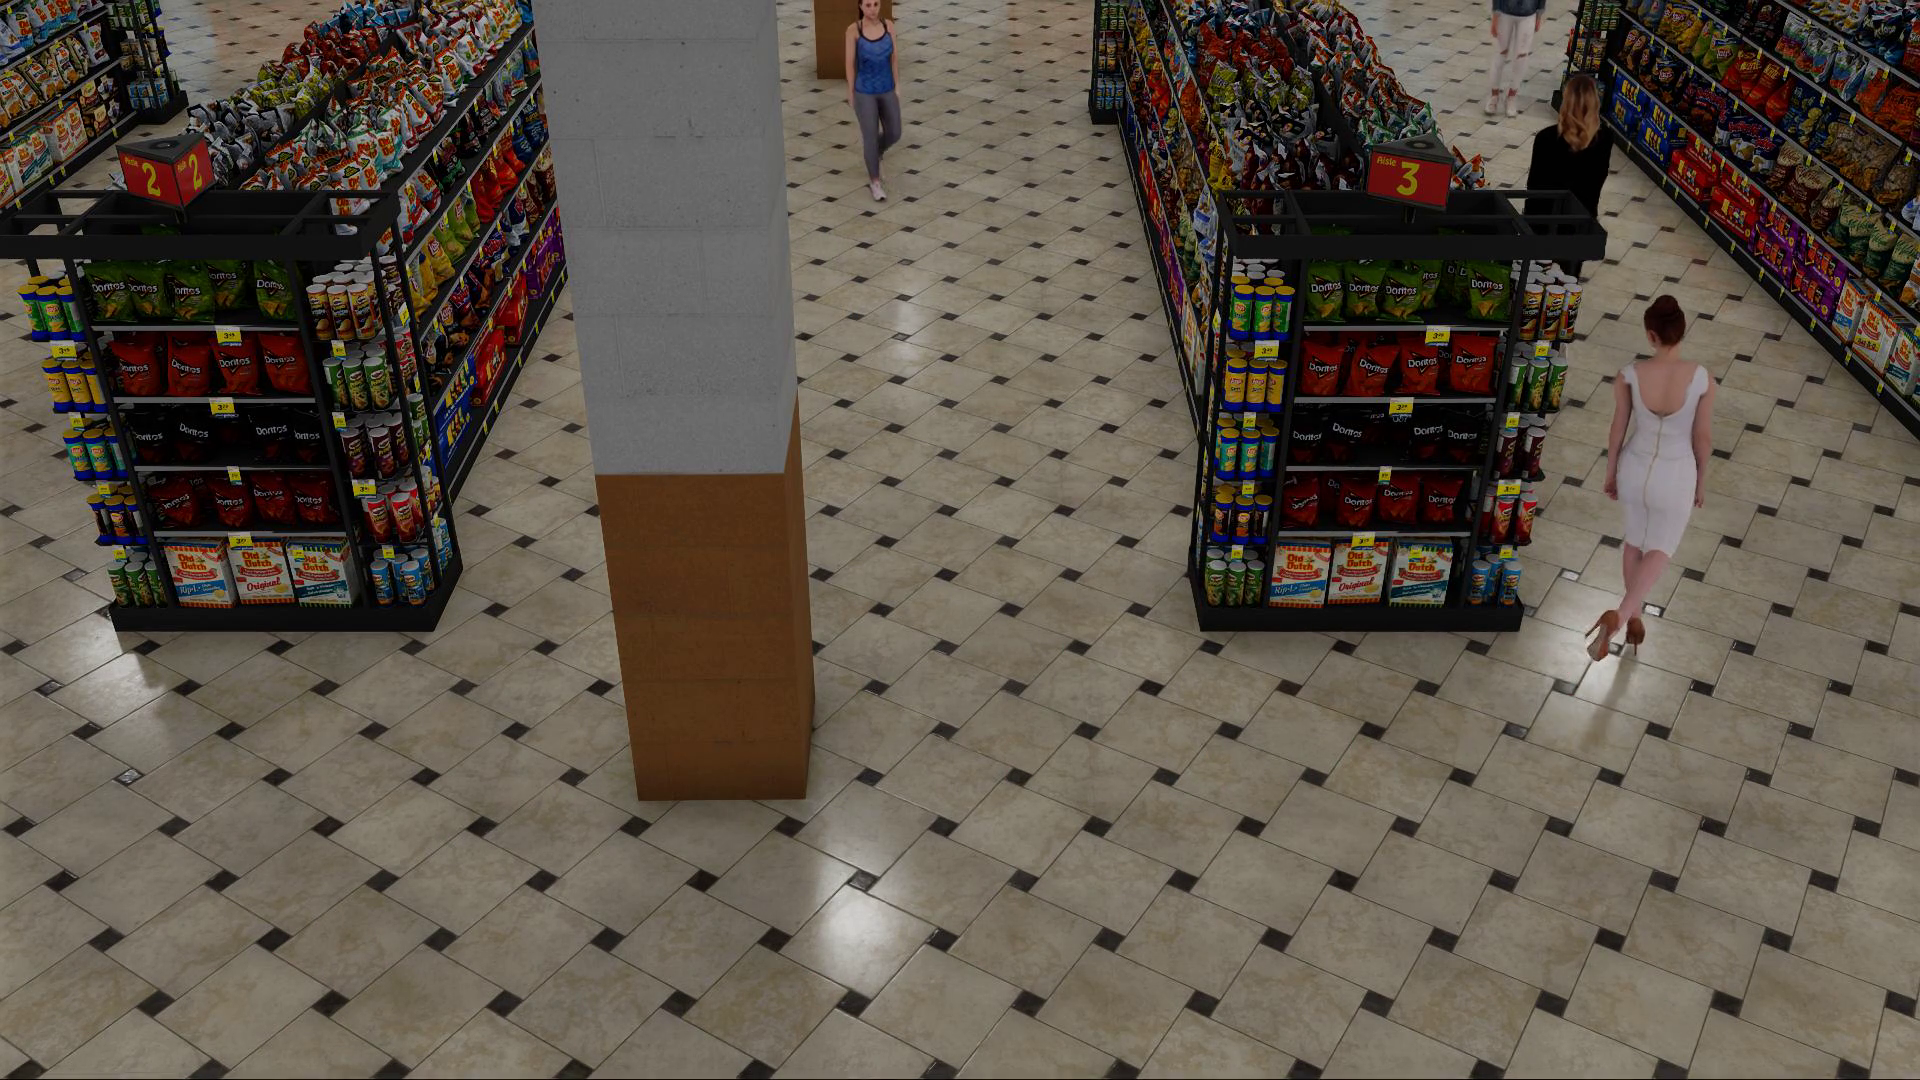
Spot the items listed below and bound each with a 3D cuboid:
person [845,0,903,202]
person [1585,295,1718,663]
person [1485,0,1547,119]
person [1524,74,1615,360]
[{"bbox_3d":[-0.666,-3.386,12.553,0.716,1.598,0.805,-13,34,-20],"label":"person"},{"bbox_3d":[2.974,-0.183,7.249,0.913,1.762,1.020,24,39,33],"label":"person"},{"bbox_3d":[4.755,-4.491,14.250,0.696,1.681,0.728,10,33,16],"label":"person"},{"bbox_3d":[3.585,-1.841,9.899,0.712,1.778,1.087,4,32,6],"label":"person"}]
